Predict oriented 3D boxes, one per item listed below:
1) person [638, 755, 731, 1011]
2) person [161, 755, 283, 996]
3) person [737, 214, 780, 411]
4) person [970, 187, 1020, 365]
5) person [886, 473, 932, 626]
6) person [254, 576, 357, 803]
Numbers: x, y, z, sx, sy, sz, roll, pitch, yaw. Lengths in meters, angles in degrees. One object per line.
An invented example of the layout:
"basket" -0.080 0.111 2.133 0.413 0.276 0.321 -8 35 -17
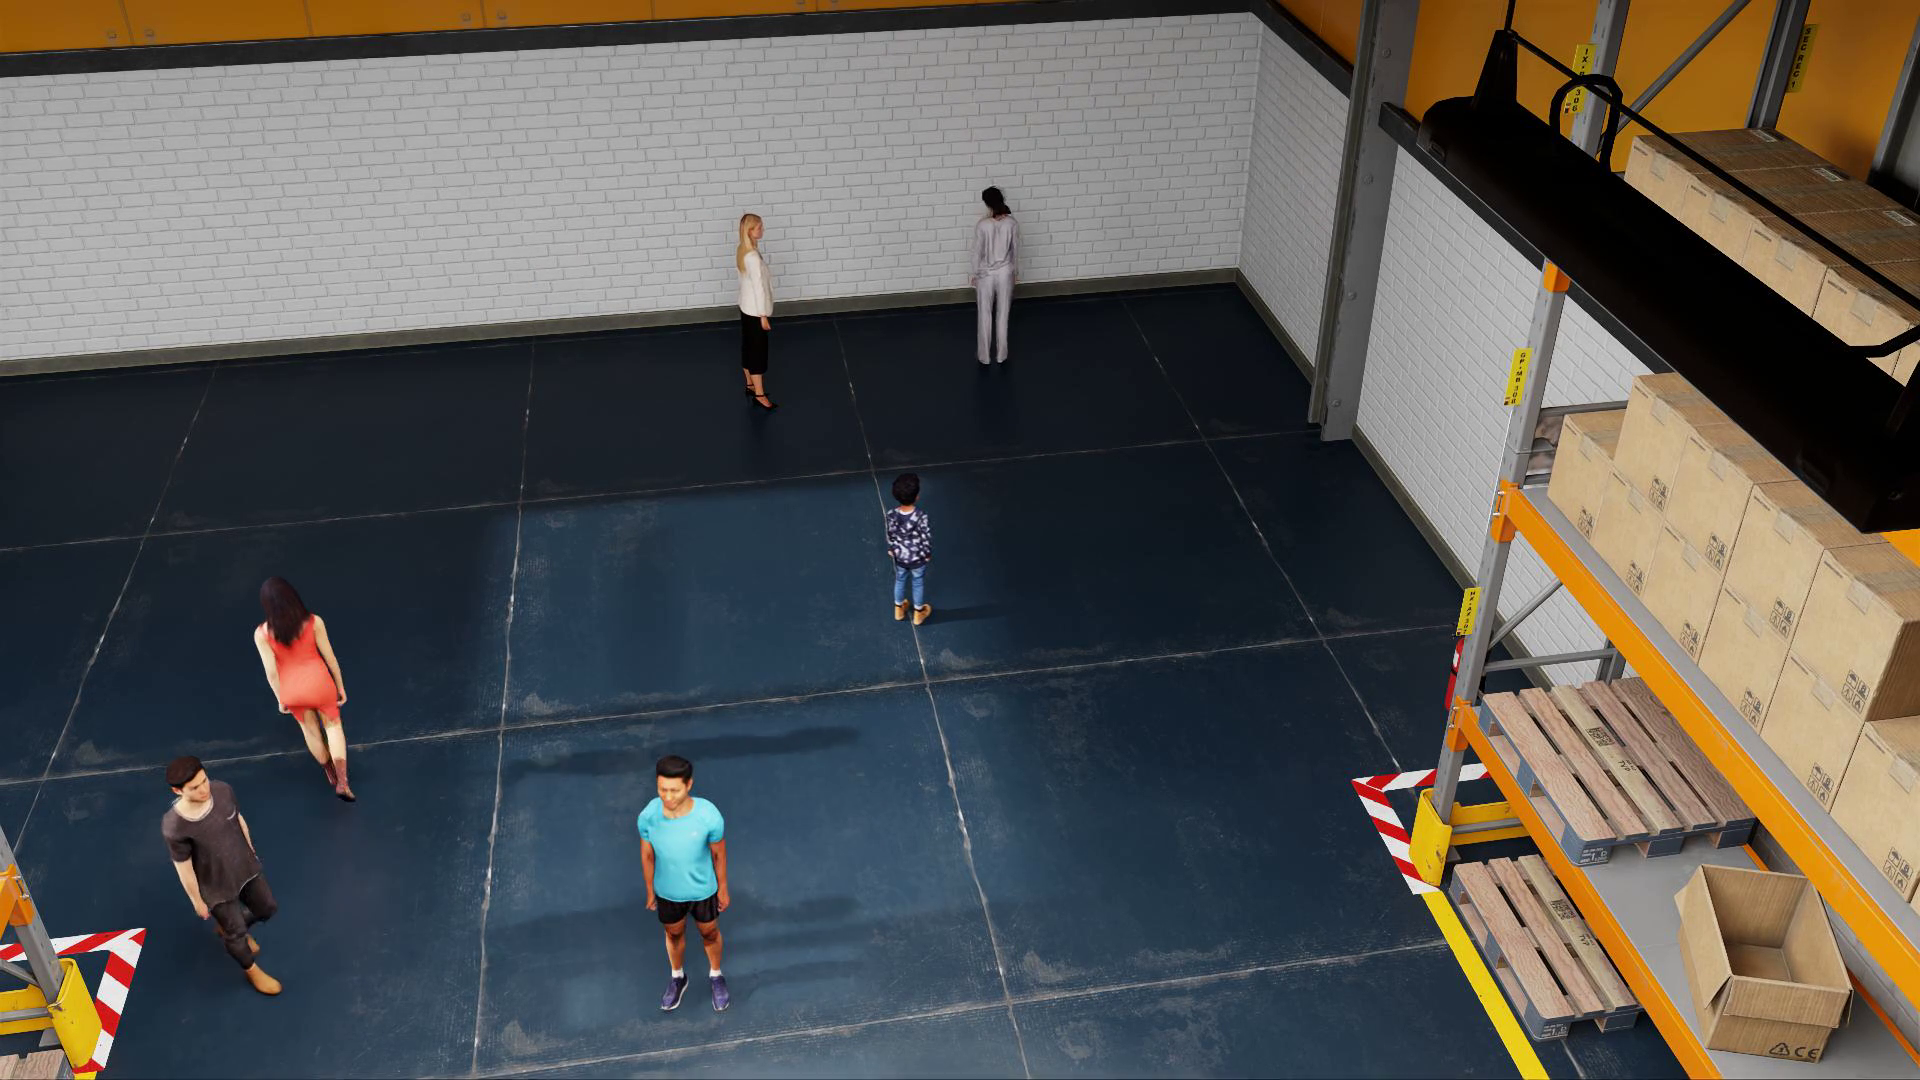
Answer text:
"person" -1.499 1.883 9.118 0.649 1.775 0.567 0 34 1
"person" -4.149 1.827 9.268 0.900 1.702 0.852 15 37 22
"person" -1.836 -2.047 14.957 0.717 1.856 0.538 -14 36 -20
"person" 0.328 -2.494 15.710 0.600 1.768 0.488 -2 34 -3
"person" -0.380 0.063 12.330 0.573 1.251 0.608 11 35 16
"person" -4.120 1.000 10.512 0.723 1.703 0.953 -14 36 -20
